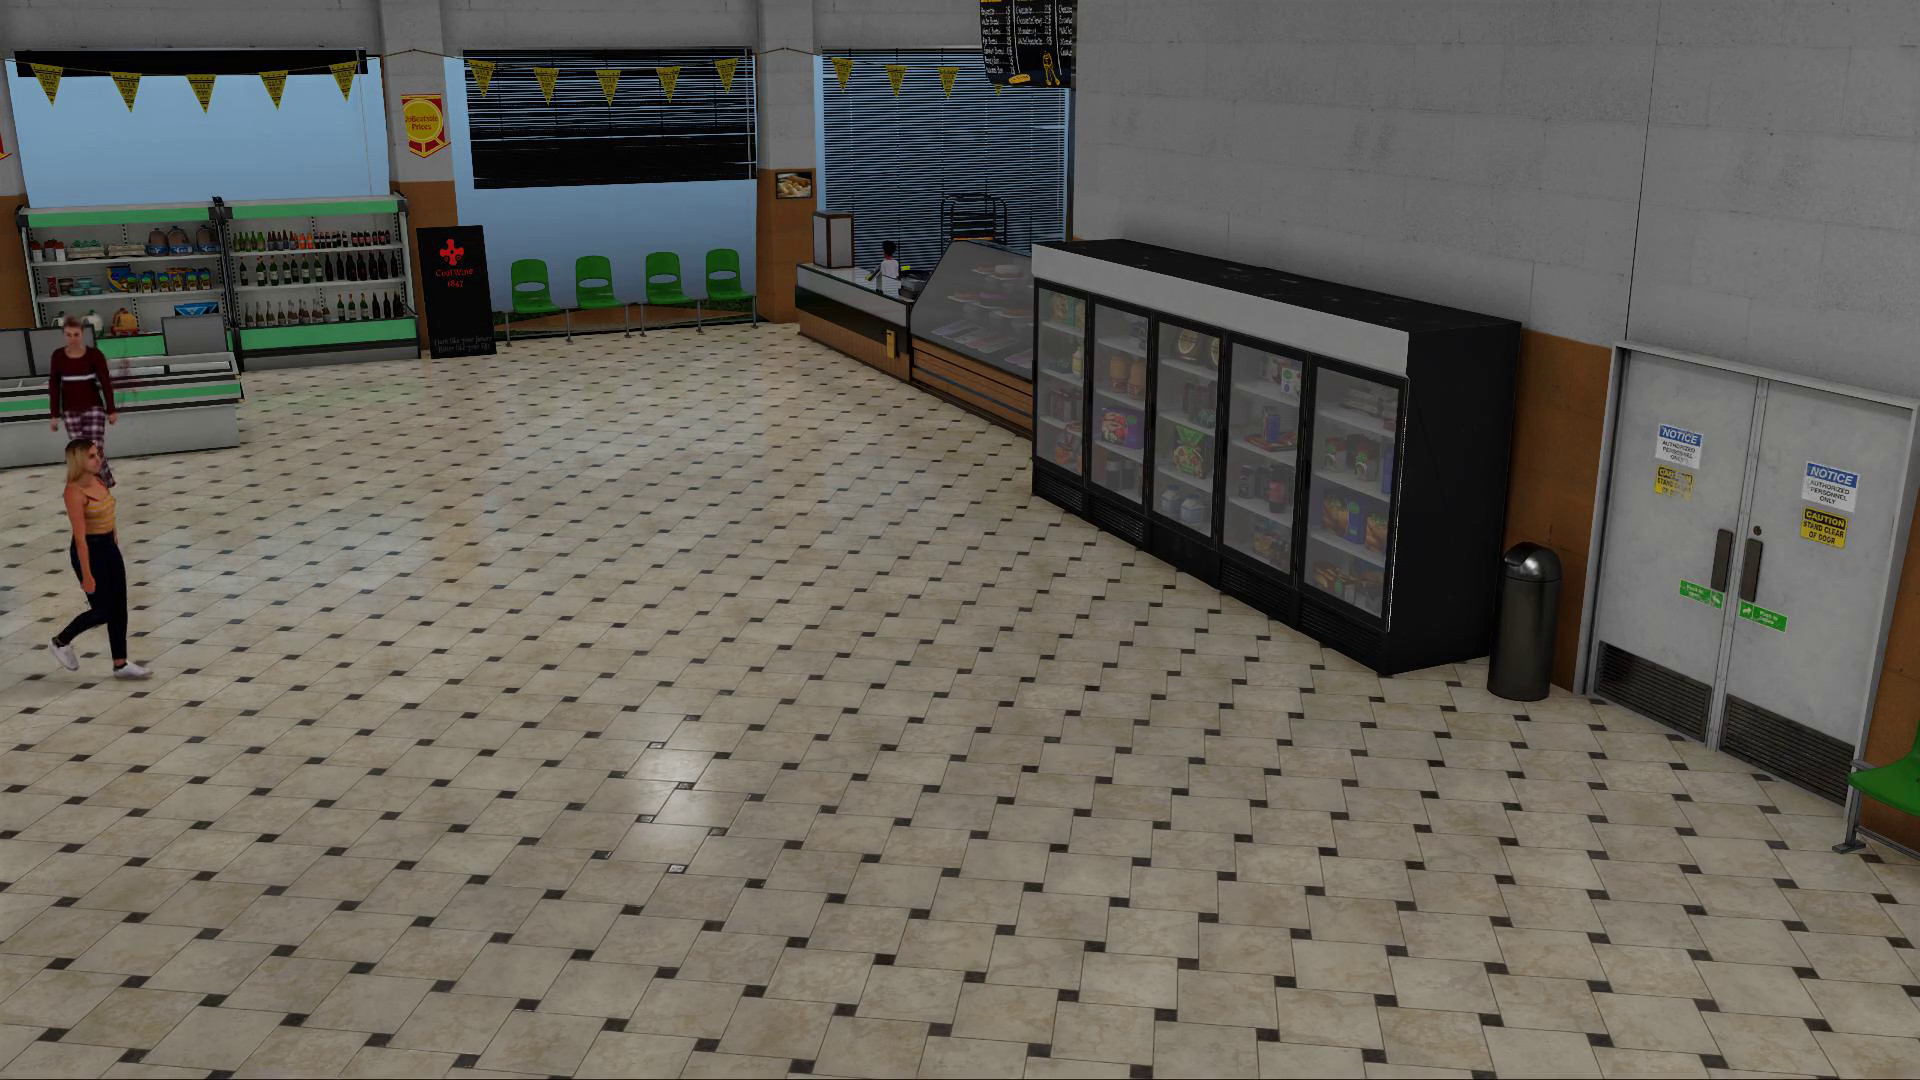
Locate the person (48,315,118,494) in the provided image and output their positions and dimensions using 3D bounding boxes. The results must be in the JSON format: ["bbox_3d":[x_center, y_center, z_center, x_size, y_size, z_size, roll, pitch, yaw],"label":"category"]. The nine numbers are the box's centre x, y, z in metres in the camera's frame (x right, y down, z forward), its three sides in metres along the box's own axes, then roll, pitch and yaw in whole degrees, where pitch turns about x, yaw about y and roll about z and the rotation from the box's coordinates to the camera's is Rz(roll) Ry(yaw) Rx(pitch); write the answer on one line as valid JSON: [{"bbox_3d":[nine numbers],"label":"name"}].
[{"bbox_3d":[-7.878,-1.181,14.997,0.666,1.690,0.783,-3,17,-8],"label":"person"}]

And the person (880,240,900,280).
[{"bbox_3d":[-1.020,-3.684,23.984,0.498,1.260,0.606,-15,22,-40],"label":"person"}]

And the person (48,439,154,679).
[{"bbox_3d":[-5.661,0.143,10.768,0.944,1.615,0.780,0,17,0],"label":"person"}]
